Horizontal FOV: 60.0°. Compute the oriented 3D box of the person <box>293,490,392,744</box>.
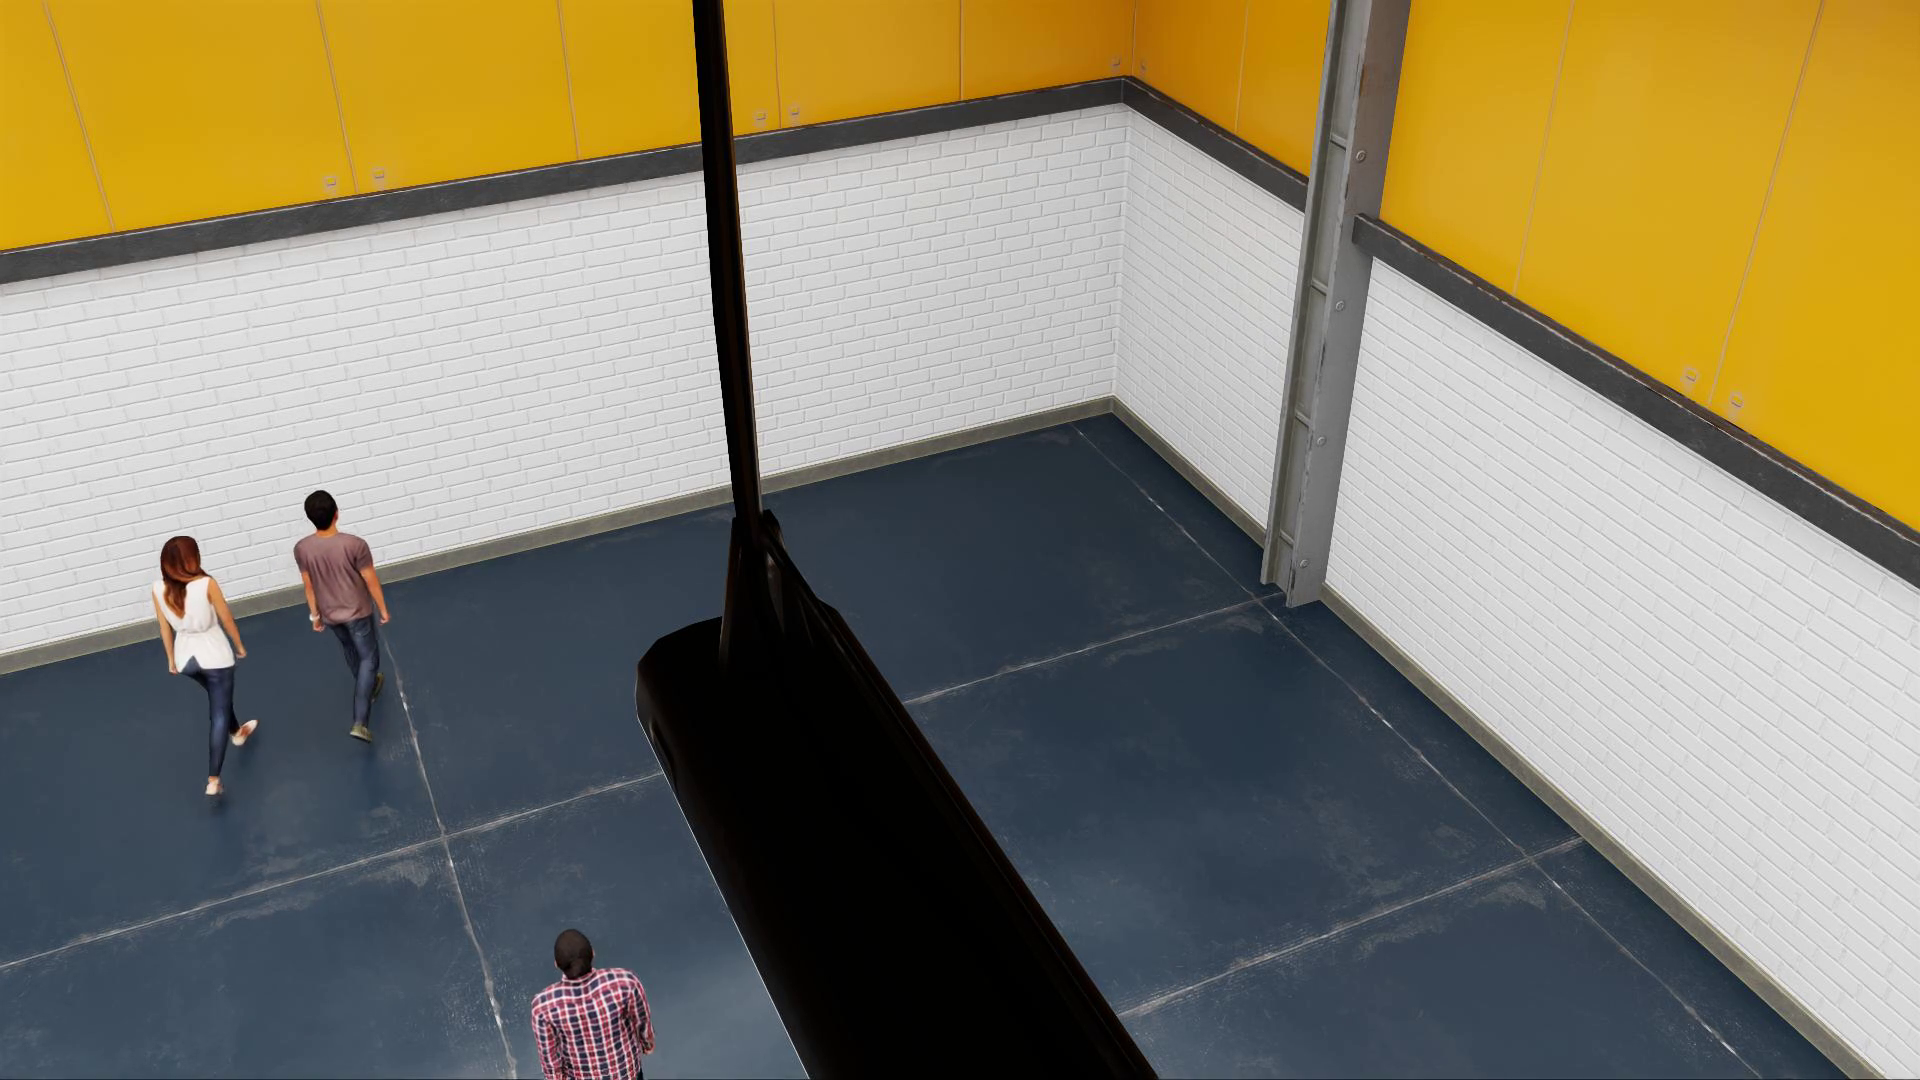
[{"bbox_3d":[-3.989,0.519,10.770,0.920,1.752,1.191,-1,34,-2],"label":"person"}]

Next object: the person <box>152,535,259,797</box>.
[{"bbox_3d":[-4.714,0.809,10.332,0.923,1.752,1.168,0,34,1],"label":"person"}]

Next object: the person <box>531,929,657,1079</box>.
[{"bbox_3d":[-1.656,2.505,7.780,0.820,1.754,1.151,-8,34,-12],"label":"person"}]
